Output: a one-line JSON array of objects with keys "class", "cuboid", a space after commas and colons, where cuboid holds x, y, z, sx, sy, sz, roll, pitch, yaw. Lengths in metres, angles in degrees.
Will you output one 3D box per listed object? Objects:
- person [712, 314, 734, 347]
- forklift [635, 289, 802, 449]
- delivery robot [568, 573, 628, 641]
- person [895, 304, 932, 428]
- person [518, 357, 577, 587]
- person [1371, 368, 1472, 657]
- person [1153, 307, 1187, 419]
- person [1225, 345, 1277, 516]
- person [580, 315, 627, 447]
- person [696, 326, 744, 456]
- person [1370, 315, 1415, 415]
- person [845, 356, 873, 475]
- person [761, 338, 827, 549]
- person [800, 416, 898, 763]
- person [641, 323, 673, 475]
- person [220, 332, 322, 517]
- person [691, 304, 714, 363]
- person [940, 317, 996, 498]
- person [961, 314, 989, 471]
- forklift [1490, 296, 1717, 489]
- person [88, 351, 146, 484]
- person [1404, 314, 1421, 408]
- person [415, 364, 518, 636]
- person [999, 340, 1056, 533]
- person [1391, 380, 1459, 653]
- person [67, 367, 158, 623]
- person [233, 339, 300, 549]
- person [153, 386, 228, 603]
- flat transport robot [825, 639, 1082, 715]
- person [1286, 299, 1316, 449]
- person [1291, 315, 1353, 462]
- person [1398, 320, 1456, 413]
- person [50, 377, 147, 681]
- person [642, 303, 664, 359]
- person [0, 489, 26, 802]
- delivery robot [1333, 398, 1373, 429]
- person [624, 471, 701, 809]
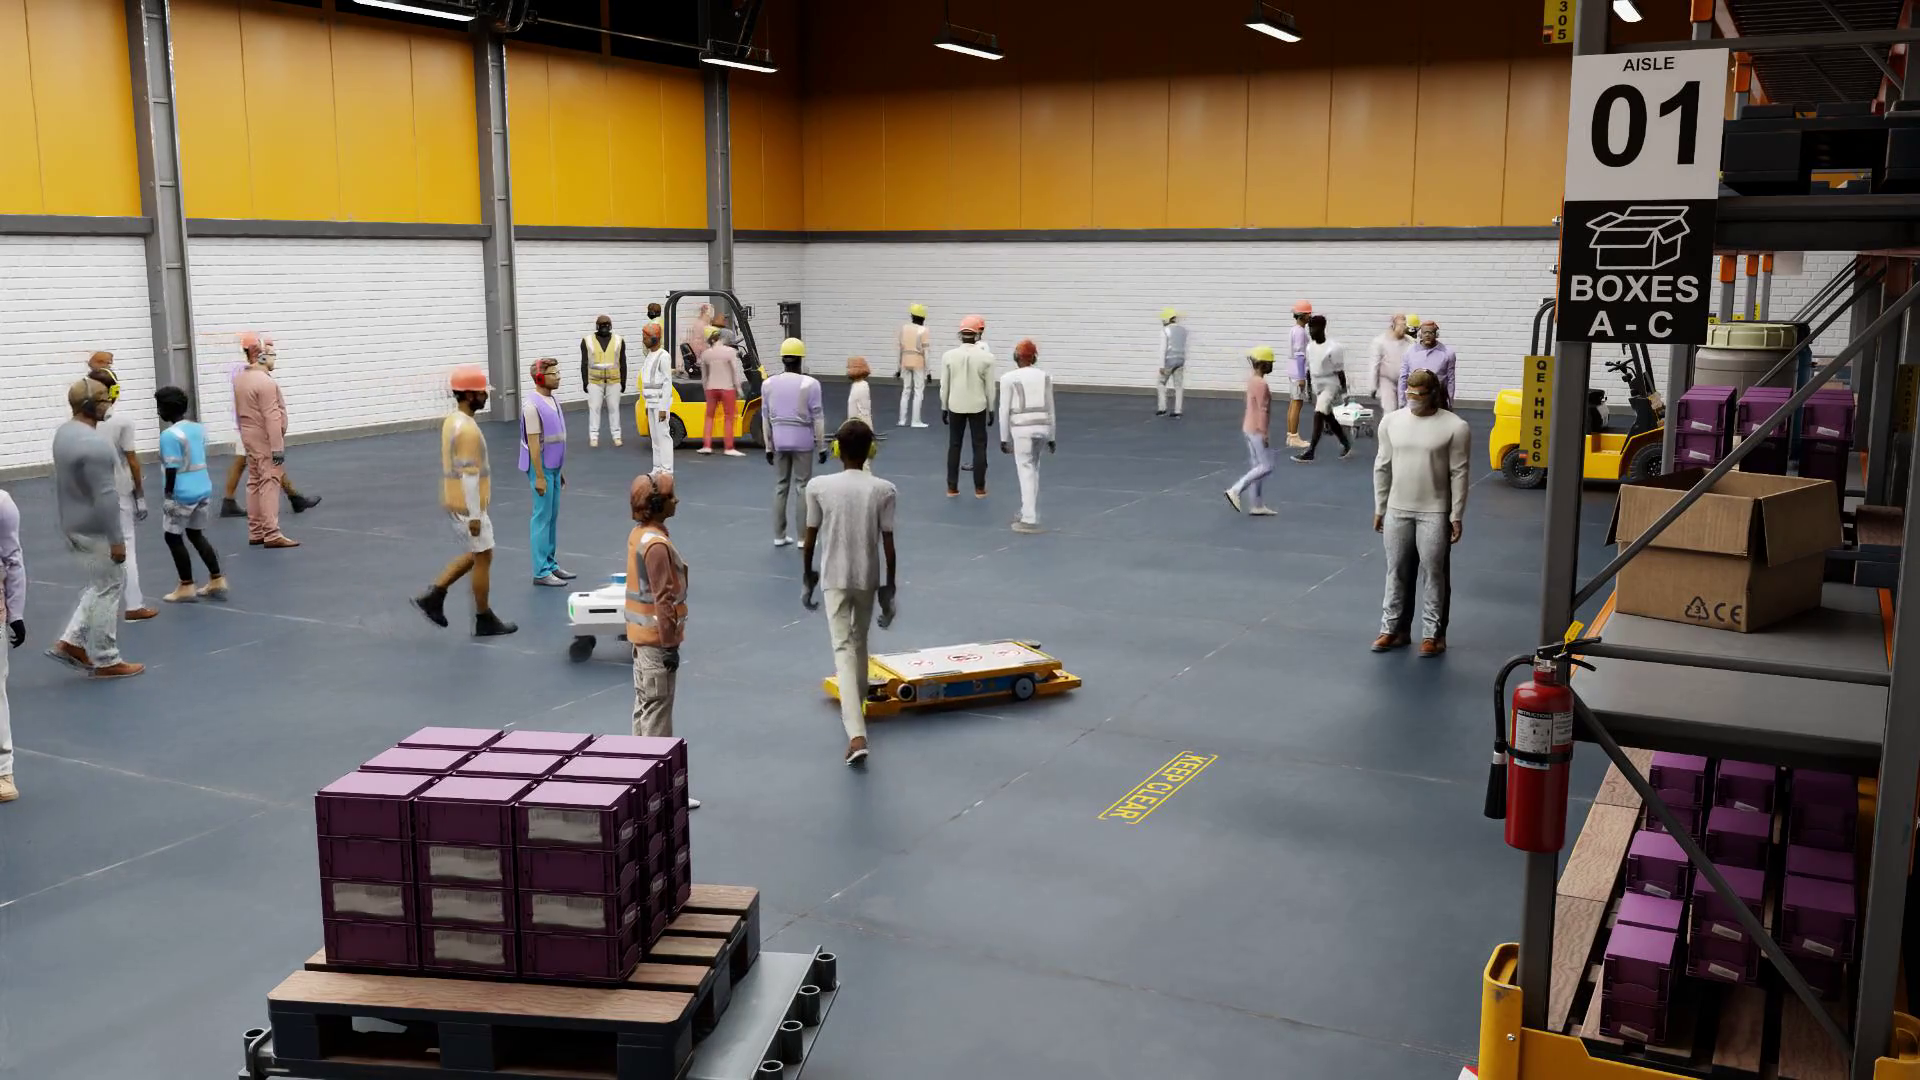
[{"class": "person", "cuboid": [-4.180, -3.132, 29.036, 0.497, 1.634, 0.278, -1, 10, -4]}, {"class": "forklift", "cuboid": [-3.358, -2.392, 23.136, 2.313, 2.155, 1.214, -1, 10, -5]}, {"class": "delivery robot", "cuboid": [-2.240, 0.463, 11.074, 0.707, 0.478, 0.477, -1, 10, -7]}, {"class": "person", "cuboid": [-0.730, -2.671, 25.647, 0.693, 1.900, 0.364, 7, 12, 34]}, {"class": "person", "cuboid": [-3.368, -0.555, 13.498, 0.390, 1.850, 0.564, 0, 10, 2]}, {"class": "person", "cuboid": [3.065, -0.184, 11.110, 0.628, 1.933, 0.378, 6, 11, 31]}, {"class": "person", "cuboid": [3.409, -2.876, 27.061, 0.625, 1.804, 0.615, -6, 11, -30]}, {"class": "person", "cuboid": [3.000, -1.101, 16.906, 0.489, 1.751, 0.546, 0, 10, -2]}, {"class": "person", "cuboid": [-4.940, -2.203, 23.109, 0.627, 1.838, 0.430, -3, 10, -16]}, {"class": "person", "cuboid": [-3.204, -1.962, 22.041, 0.638, 1.722, 0.359, 3, 10, 18]}, {"class": "person", "cuboid": [5.817, -2.037, 22.027, 0.657, 1.858, 0.886, -3, 10, -19]}, {"class": "person", "cuboid": [-1.042, -1.094, 17.297, 0.326, 1.618, 0.571, -1, 10, -8]}, {"class": "person", "cuboid": [-1.511, -0.873, 15.128, 0.590, 1.925, 0.396, 4, 10, 20]}, {"class": "person", "cuboid": [-0.582, 0.248, 8.967, 0.507, 1.823, 1.005, -3, 10, -15]}, {"class": "person", "cuboid": [-3.486, -1.546, 19.127, 0.355, 1.887, 0.573, -5, 11, -29]}, {"class": "person", "cuboid": [-7.143, -1.179, 16.998, 0.990, 1.882, 0.563, -7, 12, -35]}, {"class": "person", "cuboid": [-4.184, -2.913, 27.161, 0.971, 1.848, 0.664, -1, 10, -7]}, {"class": "person", "cuboid": [0.086, -1.452, 18.300, 0.620, 1.986, 0.403, 1, 10, 8]}, {"class": "person", "cuboid": [0.186, -1.825, 20.595, 0.356, 1.936, 0.551, 2, 10, 10]}, {"class": "forklift", "cuboid": [7.296, -1.677, 18.993, 2.313, 2.155, 1.214, 5, 11, 27]}, {"class": "person", "cuboid": [-9.743, -1.340, 18.815, 0.900, 1.578, 0.525, -7, 12, -36]}, {"class": "person", "cuboid": [6.319, -2.267, 23.456, 0.403, 1.833, 0.586, -2, 10, -9]}, {"class": "person", "cuboid": [-3.447, -0.261, 11.572, 0.580, 1.927, 0.558, -5, 11, -27]}, {"class": "person", "cuboid": [0.652, -1.025, 16.279, 0.604, 1.833, 0.823, -6, 11, -31]}, {"class": "person", "cuboid": [3.150, -0.163, 11.239, 0.508, 1.847, 0.345, 6, 11, 30]}, {"class": "person", "cuboid": [-6.183, -0.321, 12.097, 0.532, 1.865, 0.310, 0, 10, 1]}, {"class": "person", "cuboid": [-6.345, -0.880, 15.221, 0.652, 1.904, 0.402, 9, 14, 43]}, {"class": "person", "cuboid": [-5.955, -0.348, 12.754, 0.373, 1.676, 0.568, 0, 10, 1]}, {"class": "flat transport robot", "cuboid": [-0.040, 0.818, 10.113, 1.431, 0.197, 0.652, -5, 11, -26]}, {"class": "person", "cuboid": [4.699, -2.289, 22.965, 0.364, 2.048, 0.608, 1, 10, 4]}, {"class": "person", "cuboid": [4.766, -1.958, 21.498, 1.003, 1.905, 0.669, -4, 11, -23]}, {"class": "person", "cuboid": [5.453, -1.617, 19.478, 0.651, 1.906, 0.409, 3, 10, 16]}, {"class": "person", "cuboid": [-5.400, -0.058, 10.407, 0.441, 1.922, 0.646, -9, 13, -42]}, {"class": "person", "cuboid": [-5.183, -3.108, 28.302, 0.429, 1.844, 0.626, 2, 10, 10]}, {"class": "person", "cuboid": [-4.873, 0.388, 8.064, 0.624, 1.844, 0.430, -5, 11, -26]}, {"class": "delivery robot", "cuboid": [5.740, -1.836, 24.388, 0.477, 0.478, 0.707, -4, 11, -22]}, {"class": "person", "cuboid": [-1.468, 0.485, 8.071, 0.309, 1.645, 0.515, -4, 11, -21]}]
